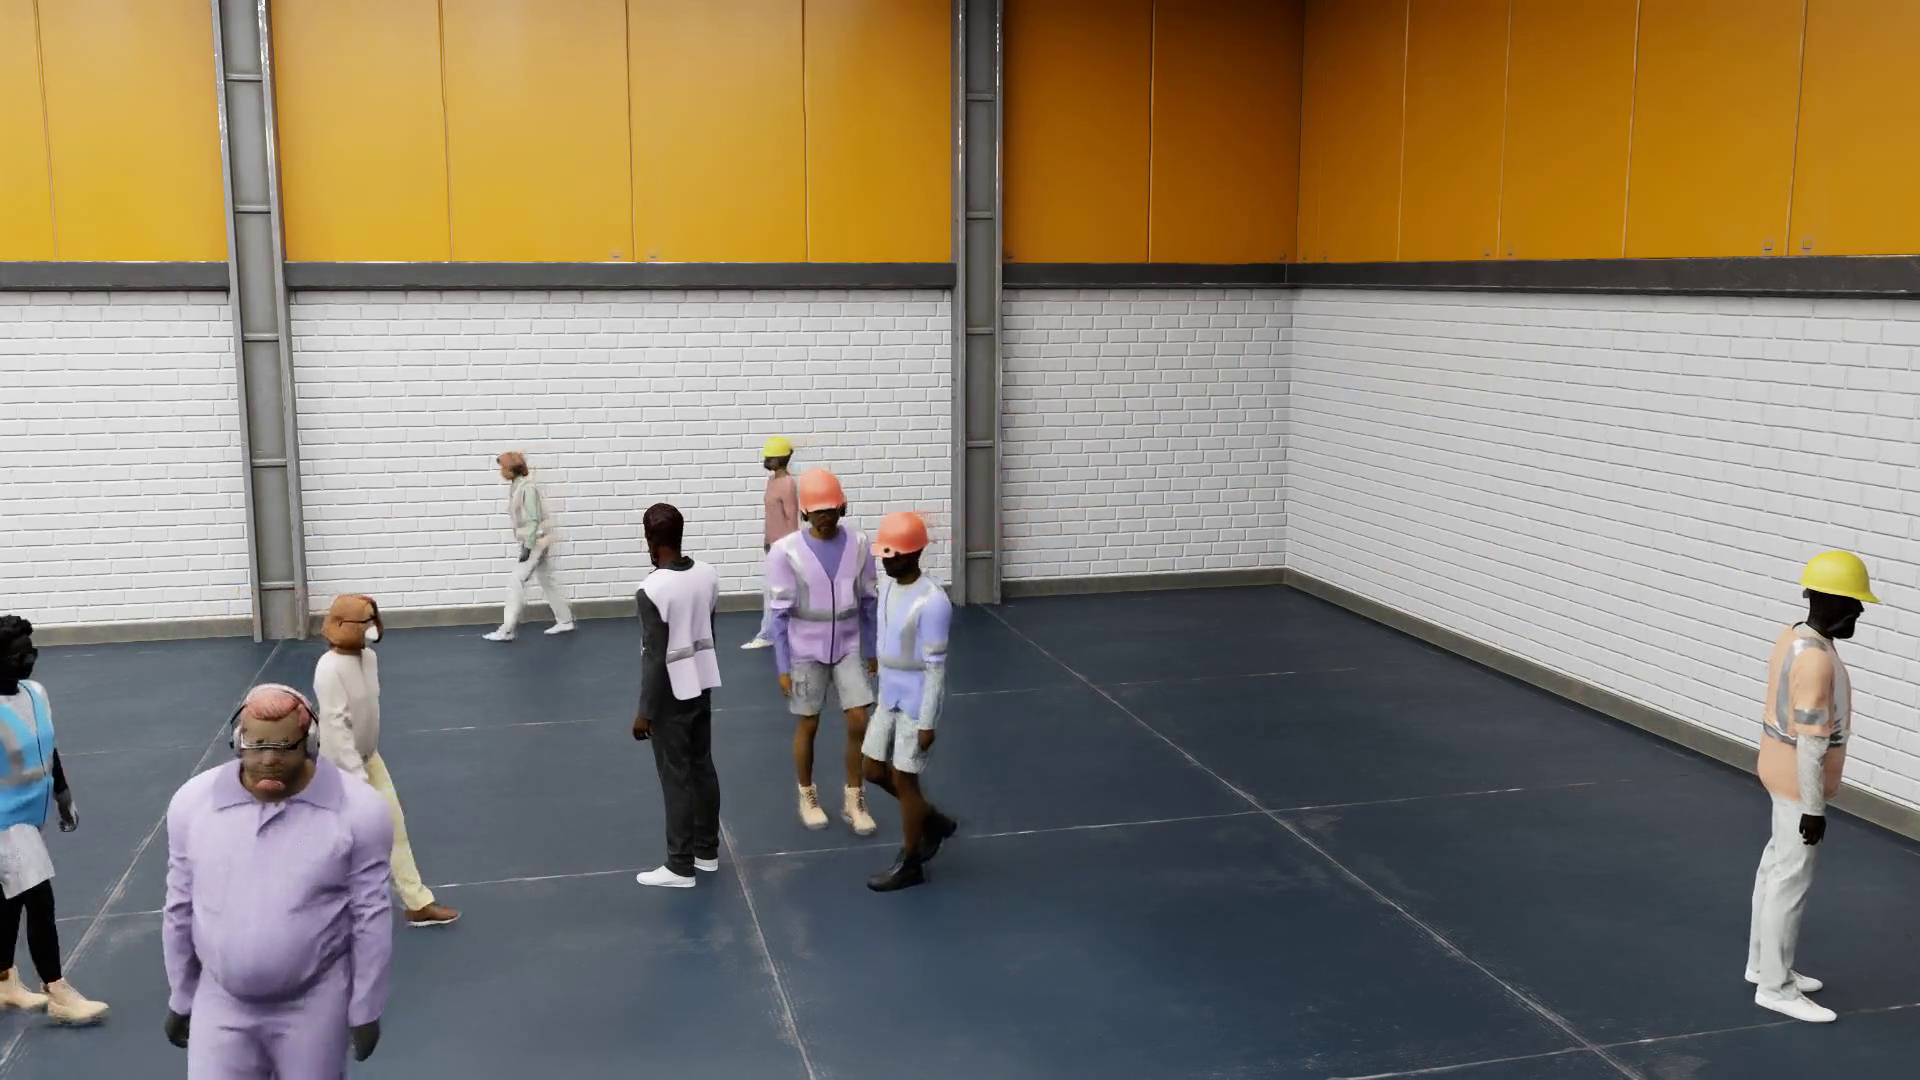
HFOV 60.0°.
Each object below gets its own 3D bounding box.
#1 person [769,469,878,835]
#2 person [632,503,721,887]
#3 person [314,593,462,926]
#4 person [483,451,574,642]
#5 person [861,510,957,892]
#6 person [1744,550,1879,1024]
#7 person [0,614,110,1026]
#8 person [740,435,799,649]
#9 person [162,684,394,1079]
[{"bbox_3d":[-0.706,0.613,8.940,0.635,1.999,0.722,-4,10,-23],"label":"person"},{"bbox_3d":[-1.394,0.768,8.246,0.391,1.914,0.587,4,10,24],"label":"person"},{"bbox_3d":[-2.787,1.026,7.657,0.877,1.586,0.494,2,9,13],"label":"person"},{"bbox_3d":[-3.593,0.059,13.706,0.882,1.571,0.524,-5,10,-27],"label":"person"},{"bbox_3d":[-0.248,0.787,8.124,0.495,1.914,0.577,-6,11,-32],"label":"person"},{"bbox_3d":[3.487,0.989,6.832,0.381,1.923,0.591,3,10,20],"label":"person"},{"bbox_3d":[-3.703,1.127,6.715,0.683,1.671,0.552,0,9,-2],"label":"person"},{"bbox_3d":[-1.397,0.006,13.551,0.789,1.745,0.527,-3,10,-18],"label":"person"},{"bbox_3d":[-1.978,1.332,4.834,0.676,1.883,0.401,-1,9,-8],"label":"person"}]
